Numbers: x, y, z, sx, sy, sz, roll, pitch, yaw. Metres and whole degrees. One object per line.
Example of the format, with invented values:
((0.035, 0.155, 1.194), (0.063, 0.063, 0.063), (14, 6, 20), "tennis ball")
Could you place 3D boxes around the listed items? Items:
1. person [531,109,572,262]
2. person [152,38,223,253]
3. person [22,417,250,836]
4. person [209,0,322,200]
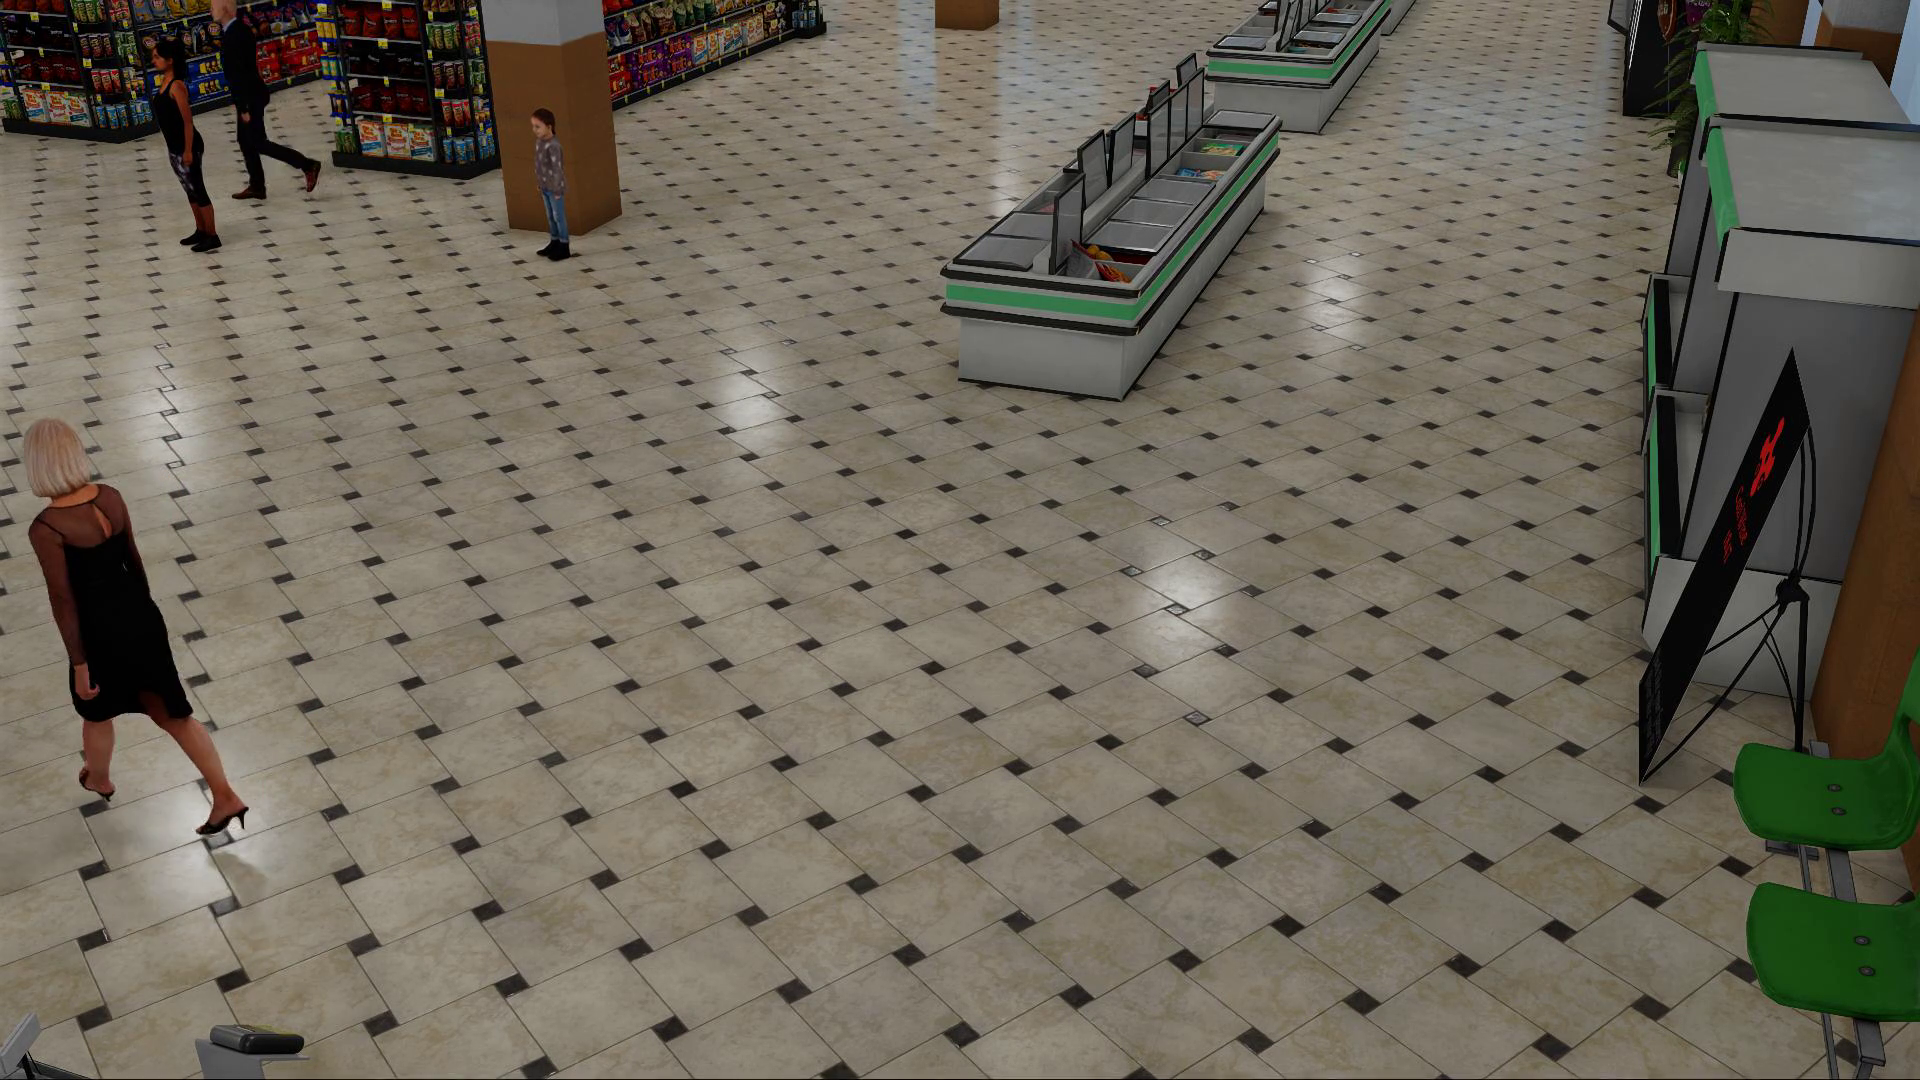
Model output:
((-3.220, -2.820, 13.147), (0.606, 1.192, 0.565), (-19, 33, -33), "person")
((-6.202, -3.158, 13.298), (0.661, 1.659, 0.655), (-21, 34, -36), "person")
((-3.092, 0.417, 6.229), (0.729, 1.678, 1.014), (8, 28, 16), "person")
((-6.103, -3.832, 14.501), (1.097, 1.773, 1.117), (-5, 27, -11), "person")
